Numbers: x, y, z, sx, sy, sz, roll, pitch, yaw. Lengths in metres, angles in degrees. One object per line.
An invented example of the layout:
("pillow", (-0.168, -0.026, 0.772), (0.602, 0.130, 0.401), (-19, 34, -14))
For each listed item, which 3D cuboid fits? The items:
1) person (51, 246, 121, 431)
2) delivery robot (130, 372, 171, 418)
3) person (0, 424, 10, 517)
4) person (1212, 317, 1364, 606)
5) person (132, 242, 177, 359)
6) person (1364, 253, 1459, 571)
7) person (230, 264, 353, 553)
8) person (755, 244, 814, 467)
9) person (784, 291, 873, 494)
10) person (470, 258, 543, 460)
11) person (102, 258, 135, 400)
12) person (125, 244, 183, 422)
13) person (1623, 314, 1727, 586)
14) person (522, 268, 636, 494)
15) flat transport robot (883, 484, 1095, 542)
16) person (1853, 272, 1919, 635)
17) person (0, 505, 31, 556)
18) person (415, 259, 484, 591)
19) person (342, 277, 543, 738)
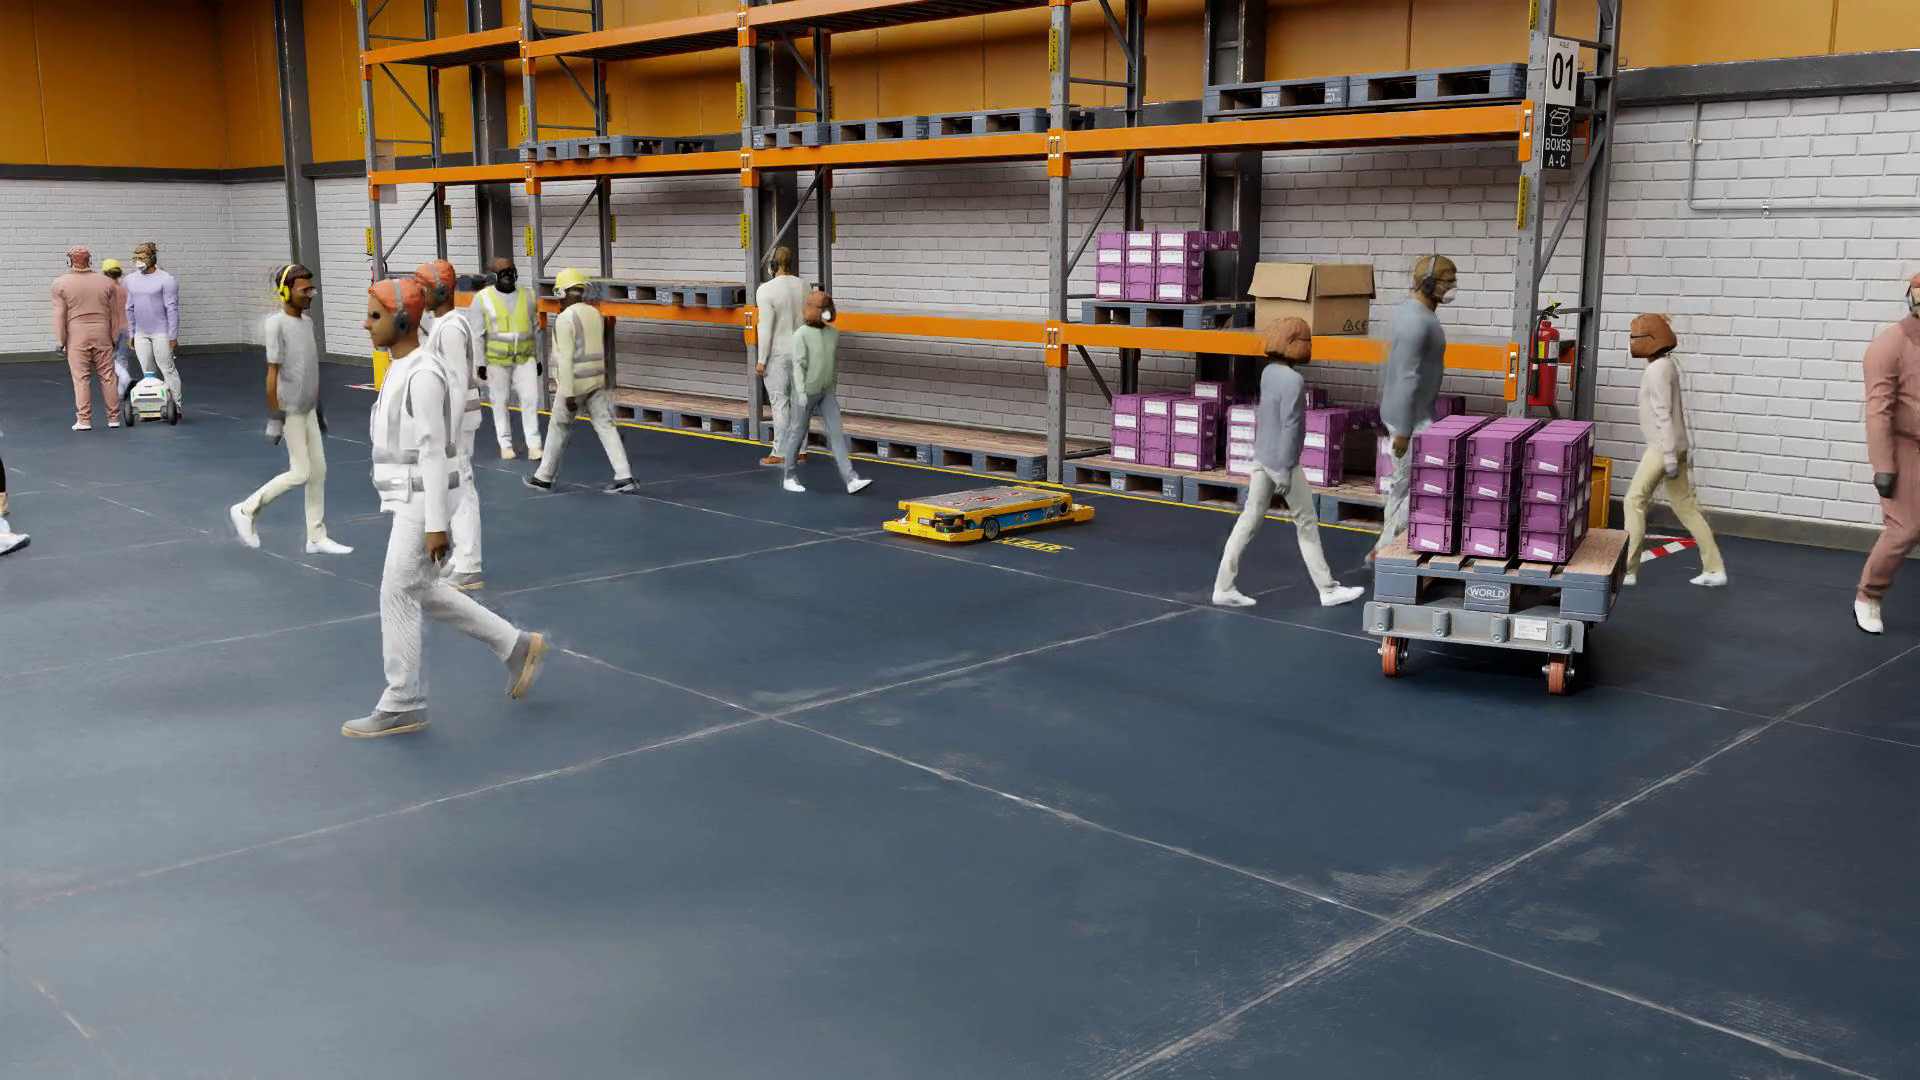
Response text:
("person", (-9.096, -2.095, 17.334), (0.636, 1.911, 0.404), (-10, 14, -43))
("delivery robot", (-8.683, -1.560, 17.852), (0.477, 0.478, 0.707), (-4, 11, -20))
("person", (-7.106, -0.978, 11.847), (0.537, 1.685, 0.333), (0, 10, 2))
("person", (1.768, -0.415, 9.025), (0.849, 1.580, 0.518), (-2, 11, -11))
("person", (-13.149, -3.891, 27.128), (0.651, 1.907, 0.409), (5, 12, 27))
("person", (2.602, -0.662, 9.471), (0.421, 1.920, 0.651), (3, 11, 15))
("person", (-4.253, -0.807, 10.503), (0.639, 1.849, 0.506), (1, 10, 5))
("person", (-1.545, -1.606, 14.581), (0.372, 1.940, 0.632), (8, 13, 38))
("person", (-1.086, -1.136, 12.975), (0.876, 1.583, 0.532), (9, 14, 41))
("person", (-4.000, -1.595, 14.864), (0.651, 1.810, 0.828), (-6, 12, -30))
("person", (-10.272, -2.562, 20.306), (0.583, 1.745, 0.534), (7, 13, 35))
("person", (-8.740, -2.233, 18.045), (0.622, 1.932, 0.371), (3, 11, 16))
("person", (4.091, -0.504, 9.550), (0.727, 1.585, 0.515), (6, 12, 30))
("person", (-2.984, -1.236, 13.032), (0.992, 1.775, 0.586), (4, 11, 23))
("flat transport robot", (0.217, -0.201, 11.467), (1.431, 0.197, 0.652), (-10, 14, -44))
("person", (4.831, -0.415, 8.311), (0.699, 1.867, 0.432), (-2, 11, -11))
("person", (-6.315, -0.784, 10.419), (0.958, 1.814, 0.545), (6, 12, 30))
("person", (-2.918, -0.650, 9.509), (0.356, 1.887, 0.572), (-4, 11, -19))
("person", (-2.149, -0.140, 6.815), (0.781, 1.864, 0.582), (-5, 12, -26))
